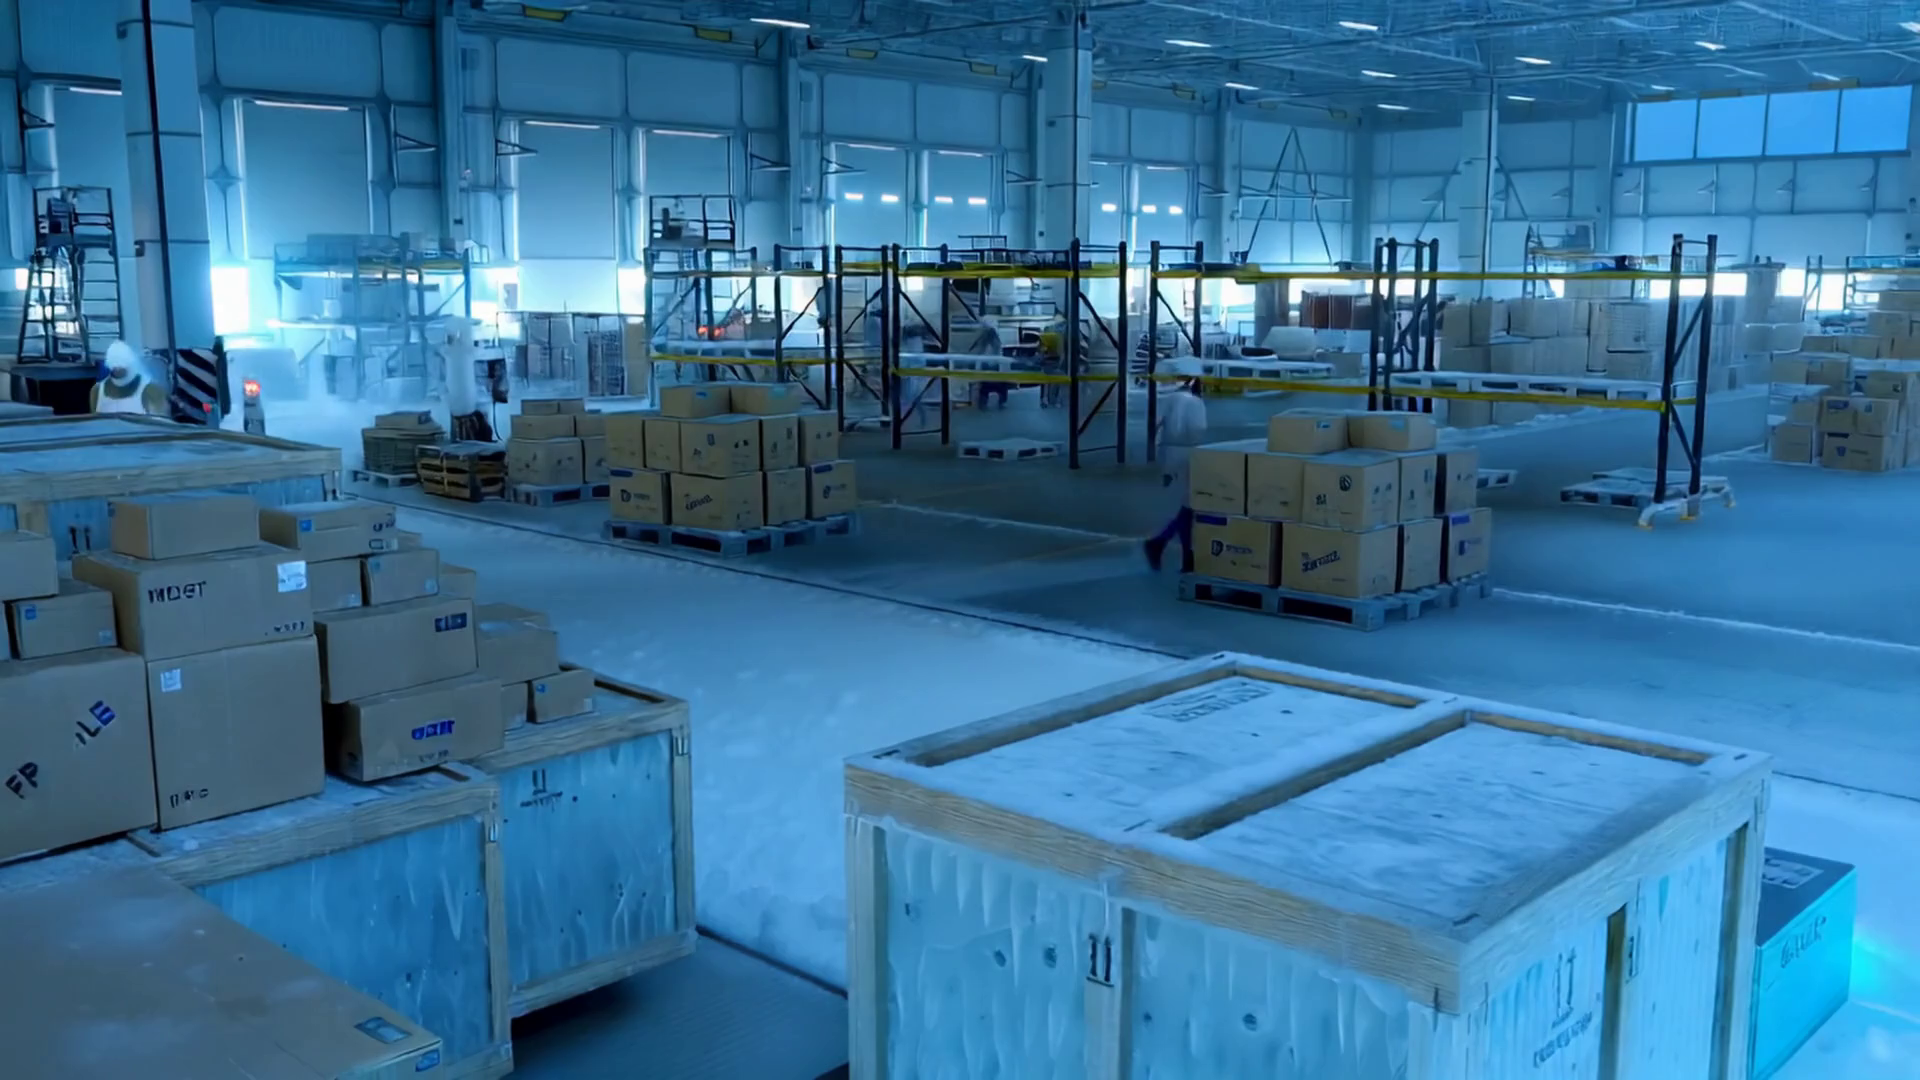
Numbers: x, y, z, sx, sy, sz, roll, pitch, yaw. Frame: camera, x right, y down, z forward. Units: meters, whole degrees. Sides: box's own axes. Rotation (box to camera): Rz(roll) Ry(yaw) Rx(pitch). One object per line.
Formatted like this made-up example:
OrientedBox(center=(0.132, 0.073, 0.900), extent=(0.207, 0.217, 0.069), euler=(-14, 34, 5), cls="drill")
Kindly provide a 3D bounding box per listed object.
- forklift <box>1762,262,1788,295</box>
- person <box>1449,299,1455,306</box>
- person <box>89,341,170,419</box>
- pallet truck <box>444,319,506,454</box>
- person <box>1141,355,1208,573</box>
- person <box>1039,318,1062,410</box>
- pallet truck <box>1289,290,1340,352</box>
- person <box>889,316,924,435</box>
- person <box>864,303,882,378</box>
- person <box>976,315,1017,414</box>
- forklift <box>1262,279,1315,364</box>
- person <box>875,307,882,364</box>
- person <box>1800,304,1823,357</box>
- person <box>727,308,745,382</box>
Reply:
OrientedBox(center=(21.403, -5.929, 43.895), extent=(1.873, 2.768, 1.129), euler=(9, 13, 43), cls="forklift")
OrientedBox(center=(15.777, -6.924, 53.673), extent=(0.392, 1.677, 0.560), euler=(-7, 11, -35), cls="person")
OrientedBox(center=(-7.695, -0.873, 15.462), extent=(0.686, 2.000, 0.923), euler=(-1, 9, -8), cls="person")
OrientedBox(center=(-6.981, -1.942, 22.150), extent=(1.885, 1.965, 0.823), euler=(1, 9, 9), cls="pallet truck")
OrientedBox(center=(1.890, -0.633, 14.373), extent=(0.686, 1.921, 0.570), euler=(-4, 10, -25), cls="person")
OrientedBox(center=(1.733, -3.329, 31.465), extent=(0.488, 1.736, 0.323), euler=(-5, 11, -30), cls="person")
OrientedBox(center=(11.297, -6.951, 52.861), extent=(1.885, 1.965, 0.823), euler=(-5, 11, -29), cls="pallet truck")
OrientedBox(center=(-0.842, -2.595, 26.441), extent=(0.725, 1.899, 0.589), euler=(-8, 12, -40), cls="person")
OrientedBox(center=(-1.840, -4.229, 36.427), extent=(0.576, 1.913, 0.622), euler=(7, 12, 36), cls="person")
OrientedBox(center=(0.689, -3.215, 30.531), extent=(0.868, 1.805, 0.654), euler=(1, 9, 3), cls="person")
OrientedBox(center=(8.555, -6.090, 44.881), extent=(1.873, 2.768, 1.129), euler=(9, 13, 43), cls="forklift")
OrientedBox(center=(-2.193, -5.397, 44.463), extent=(0.312, 1.633, 0.518), euler=(-2, 9, -10), cls="person")
OrientedBox(center=(17.409, -3.858, 34.080), extent=(0.634, 1.940, 0.367), euler=(-8, 12, -40), cls="person")
OrientedBox(center=(-4.137, -3.334, 30.865), extent=(0.372, 1.940, 0.630), euler=(-1, 9, -8), cls="person")
